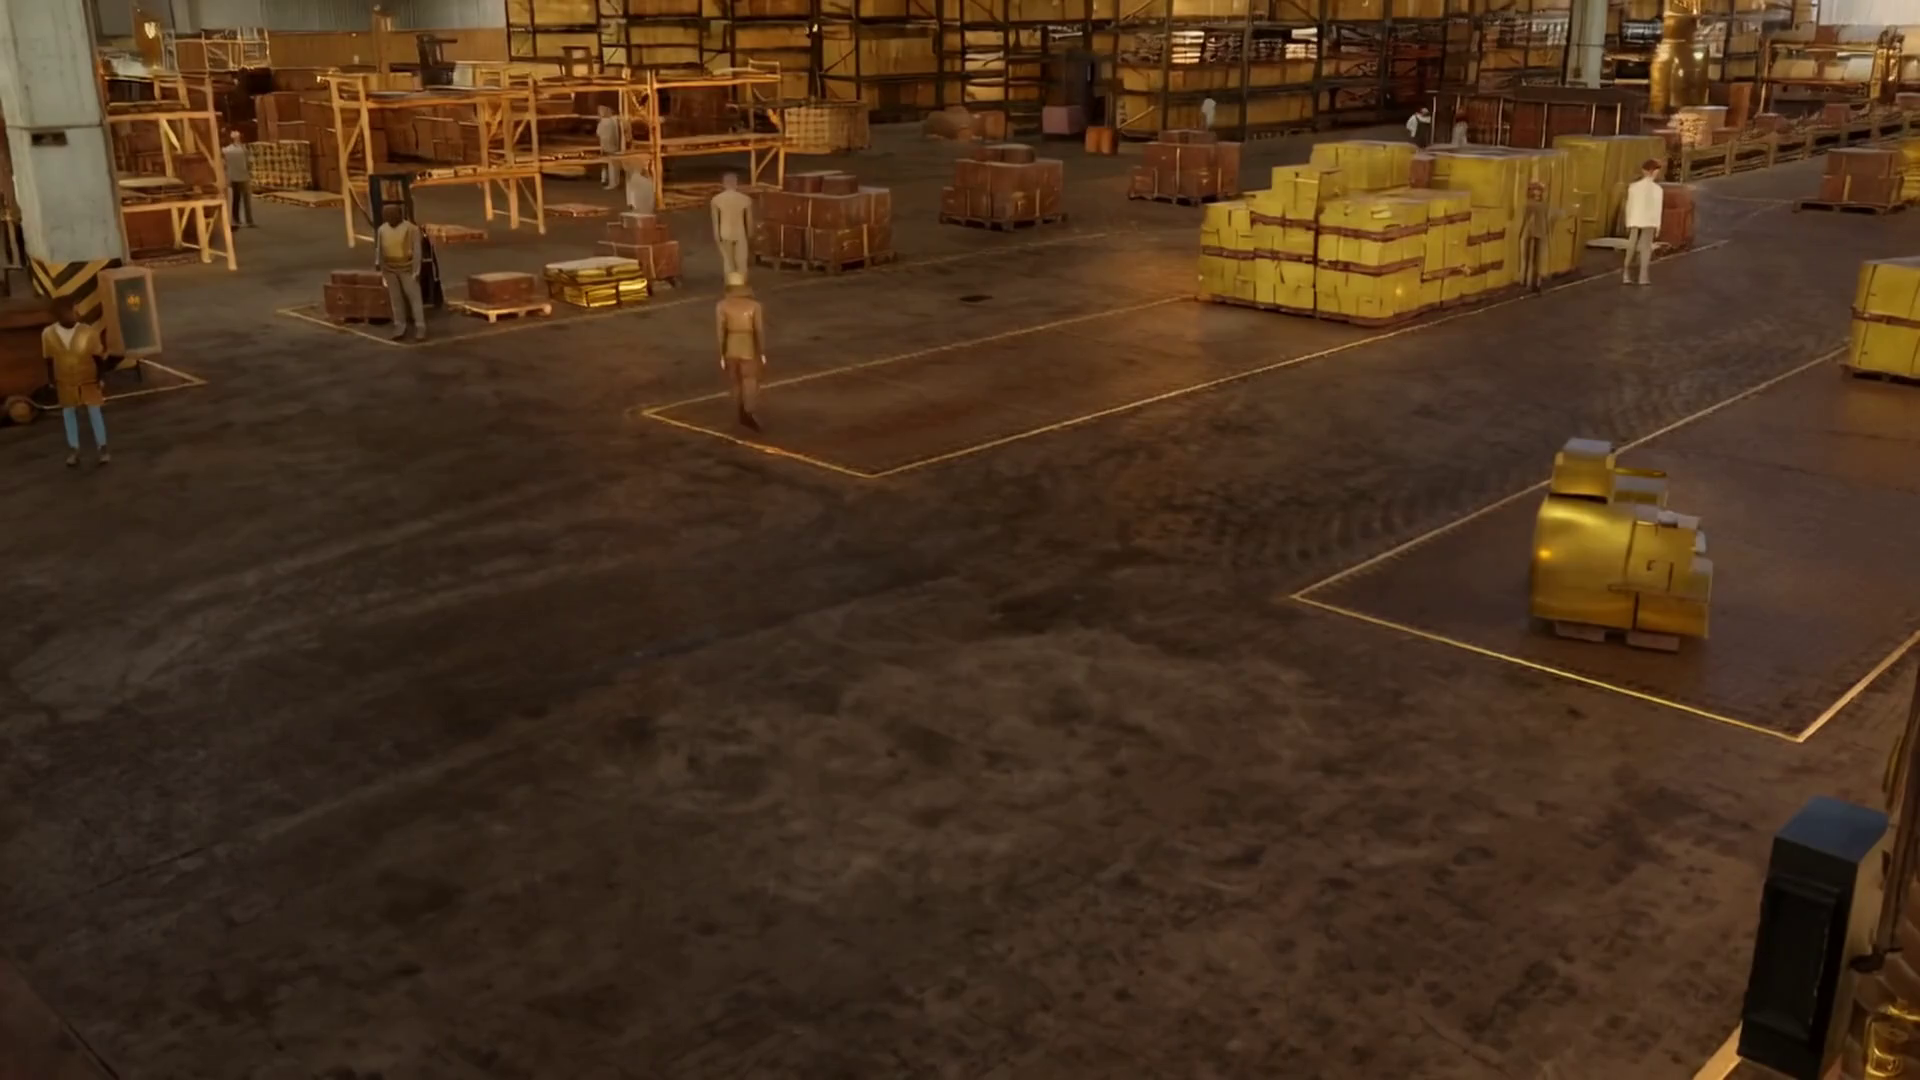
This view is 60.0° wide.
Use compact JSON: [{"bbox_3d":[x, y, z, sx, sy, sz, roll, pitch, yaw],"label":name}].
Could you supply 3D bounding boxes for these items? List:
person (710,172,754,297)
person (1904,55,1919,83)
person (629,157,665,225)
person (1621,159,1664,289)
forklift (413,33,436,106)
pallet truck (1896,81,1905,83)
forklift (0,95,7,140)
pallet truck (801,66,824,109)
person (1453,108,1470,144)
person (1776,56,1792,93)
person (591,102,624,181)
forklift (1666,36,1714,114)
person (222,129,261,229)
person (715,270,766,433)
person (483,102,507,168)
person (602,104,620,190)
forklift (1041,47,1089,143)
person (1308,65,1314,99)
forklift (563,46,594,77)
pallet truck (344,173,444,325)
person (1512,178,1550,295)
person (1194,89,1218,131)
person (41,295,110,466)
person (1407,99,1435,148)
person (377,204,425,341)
[{"bbox_3d":[-3.409,-4.546,24.985,0.630,1.922,0.598,-5,19,-14],"label":"person"},{"bbox_3d":[38.327,-18.535,67.024,0.393,1.985,0.611,-7,20,-19],"label":"person"},{"bbox_3d":[-5.042,-5.282,27.219,0.922,1.901,0.635,4,19,12],"label":"person"},{"bbox_3d":[10.720,-4.948,26.077,0.387,1.992,0.621,-13,22,-34],"label":"person"},{"bbox_3d":[-21.124,-18.666,66.019,1.873,2.768,1.129,3,19,9],"label":"forklift"},{"bbox_3d":[34.802,-16.331,61.455,0.653,1.274,1.630,17,25,41],"label":"pallet truck"},{"bbox_3d":[-29.721,-13.726,51.136,1.129,2.768,1.873,13,23,35],"label":"forklift"},{"bbox_3d":[-4.812,-15.182,56.903,0.823,1.965,1.885,-9,21,-26],"label":"pallet truck"},{"bbox_3d":[11.473,-8.959,38.279,0.391,1.924,0.548,-4,19,-11],"label":"person"},{"bbox_3d":[33.159,-18.457,66.862,0.630,1.940,0.372,8,20,24],"label":"person"},{"bbox_3d":[-8.593,-9.691,40.523,0.815,1.905,0.556,0,18,0],"label":"person"},{"bbox_3d":[27.341,-17.291,61.877,1.129,2.768,1.873,17,25,41],"label":"forklift"},{"bbox_3d":[-14.087,-7.055,32.523,0.587,1.930,0.362,7,20,21],"label":"person"},{"bbox_3d":[-2.319,-1.962,17.531,0.506,1.703,0.787,-1,18,-3],"label":"person"},{"bbox_3d":[-11.551,-9.998,41.405,0.588,1.922,0.392,-1,18,-2],"label":"person"},{"bbox_3d":[-8.172,-9.173,38.845,0.367,1.967,0.602,2,18,7],"label":"person"},{"bbox_3d":[3.460,-13.673,50.976,1.129,2.768,1.873,17,25,41],"label":"forklift"},{"bbox_3d":[13.024,-16.566,61.341,0.449,1.838,0.630,6,19,17],"label":"person"},{"bbox_3d":[-11.745,-13.879,51.597,1.873,2.768,1.129,16,24,40],"label":"forklift"},{"bbox_3d":[-8.209,-4.181,23.757,0.823,1.965,1.885,3,19,9],"label":"pallet truck"},{"bbox_3d":[8.802,-4.668,25.588,0.525,1.769,0.313,-11,21,-30],"label":"person"},{"bbox_3d":[6.926,-11.753,46.852,1.002,1.812,0.493,-7,20,-21],"label":"person"},{"bbox_3d":[-8.697,-1.572,16.364,0.535,1.700,0.318,-5,19,-15],"label":"person"},{"bbox_3d":[11.070,-9.621,40.081,0.683,2.000,0.813,-5,19,-13],"label":"person"},{"bbox_3d":[-7.444,-3.553,22.136,0.629,1.832,0.430,2,19,7],"label":"person"}]
